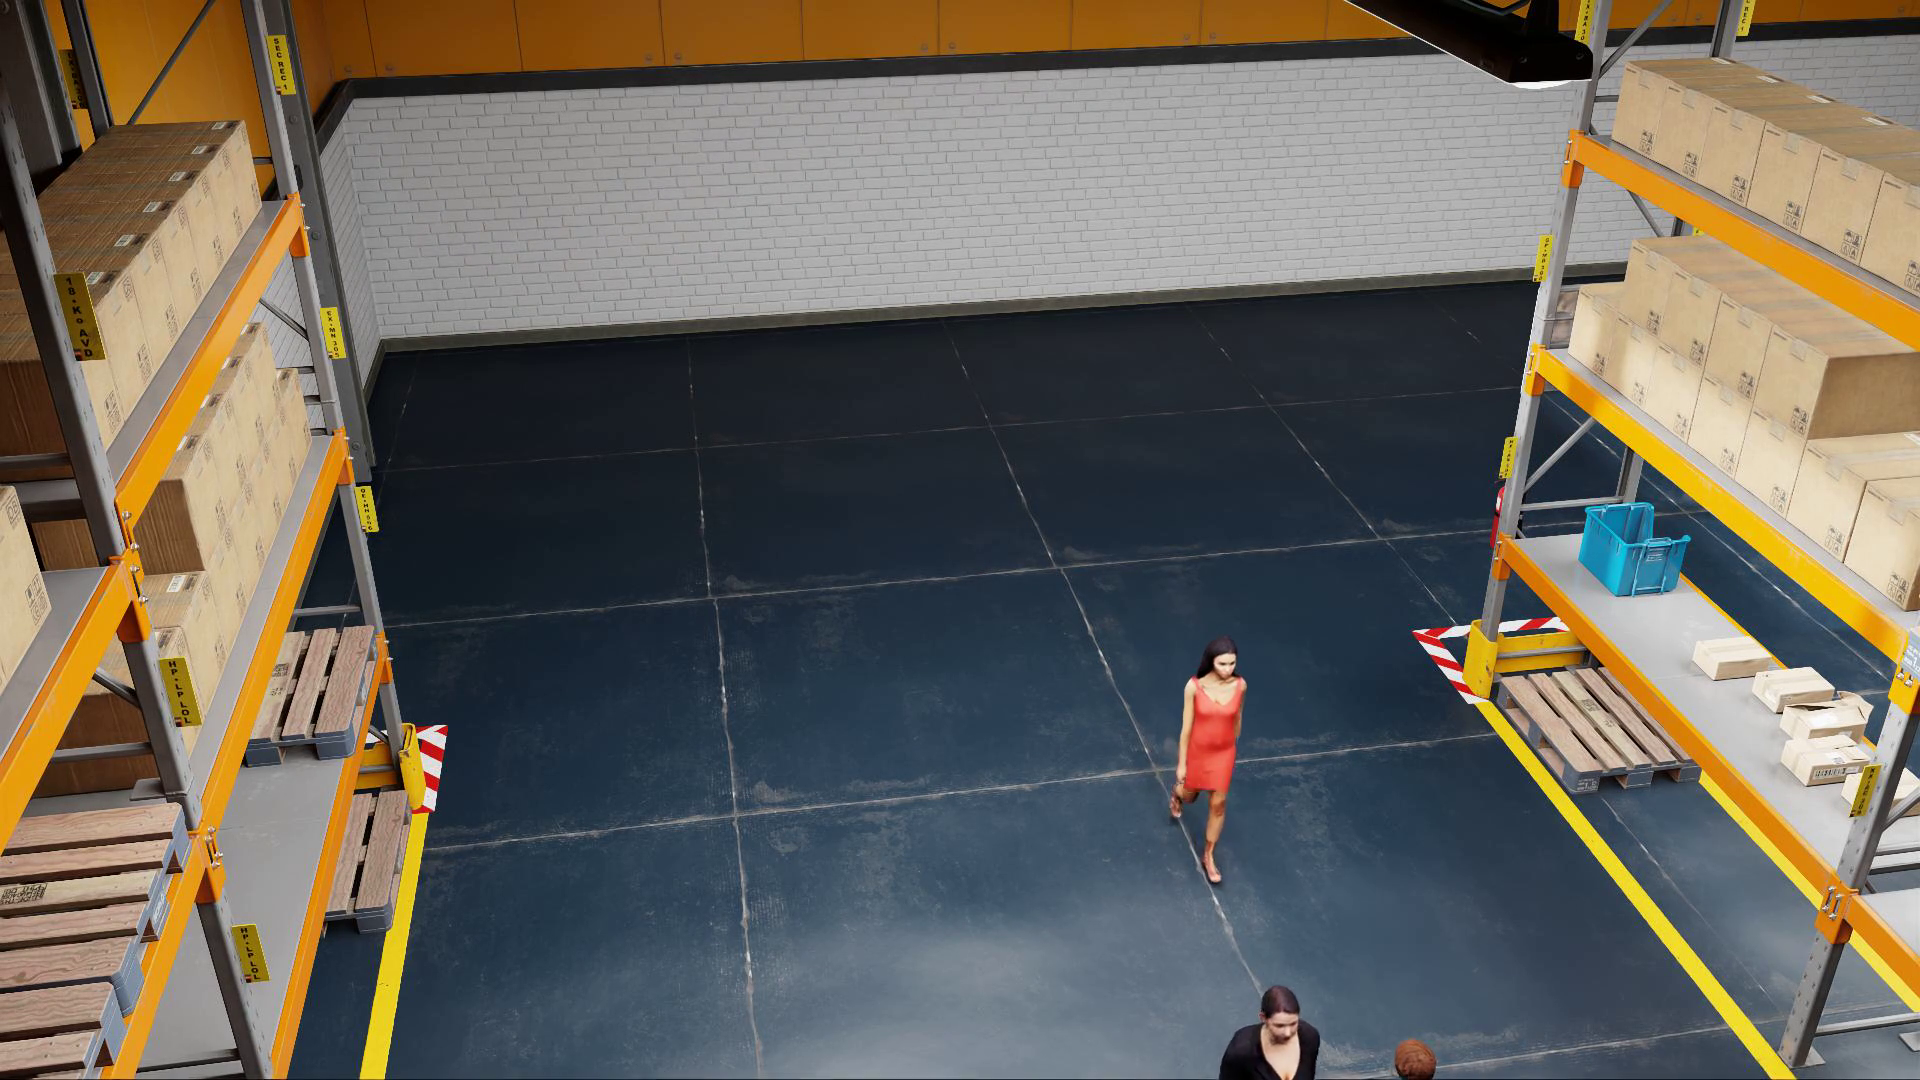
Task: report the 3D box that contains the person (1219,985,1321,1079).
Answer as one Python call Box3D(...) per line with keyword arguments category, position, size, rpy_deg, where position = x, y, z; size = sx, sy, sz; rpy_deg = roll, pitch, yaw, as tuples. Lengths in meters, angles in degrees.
Box3D(category="person", position=(1.429, 2.777, 8.093), size=(0.672, 1.707, 1.072), rpy_deg=(-5, 29, -9))

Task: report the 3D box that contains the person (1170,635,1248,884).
Box3D(category="person", position=(1.572, 1.338, 10.736), size=(0.605, 1.702, 0.990), rpy_deg=(-4, 29, -8))
